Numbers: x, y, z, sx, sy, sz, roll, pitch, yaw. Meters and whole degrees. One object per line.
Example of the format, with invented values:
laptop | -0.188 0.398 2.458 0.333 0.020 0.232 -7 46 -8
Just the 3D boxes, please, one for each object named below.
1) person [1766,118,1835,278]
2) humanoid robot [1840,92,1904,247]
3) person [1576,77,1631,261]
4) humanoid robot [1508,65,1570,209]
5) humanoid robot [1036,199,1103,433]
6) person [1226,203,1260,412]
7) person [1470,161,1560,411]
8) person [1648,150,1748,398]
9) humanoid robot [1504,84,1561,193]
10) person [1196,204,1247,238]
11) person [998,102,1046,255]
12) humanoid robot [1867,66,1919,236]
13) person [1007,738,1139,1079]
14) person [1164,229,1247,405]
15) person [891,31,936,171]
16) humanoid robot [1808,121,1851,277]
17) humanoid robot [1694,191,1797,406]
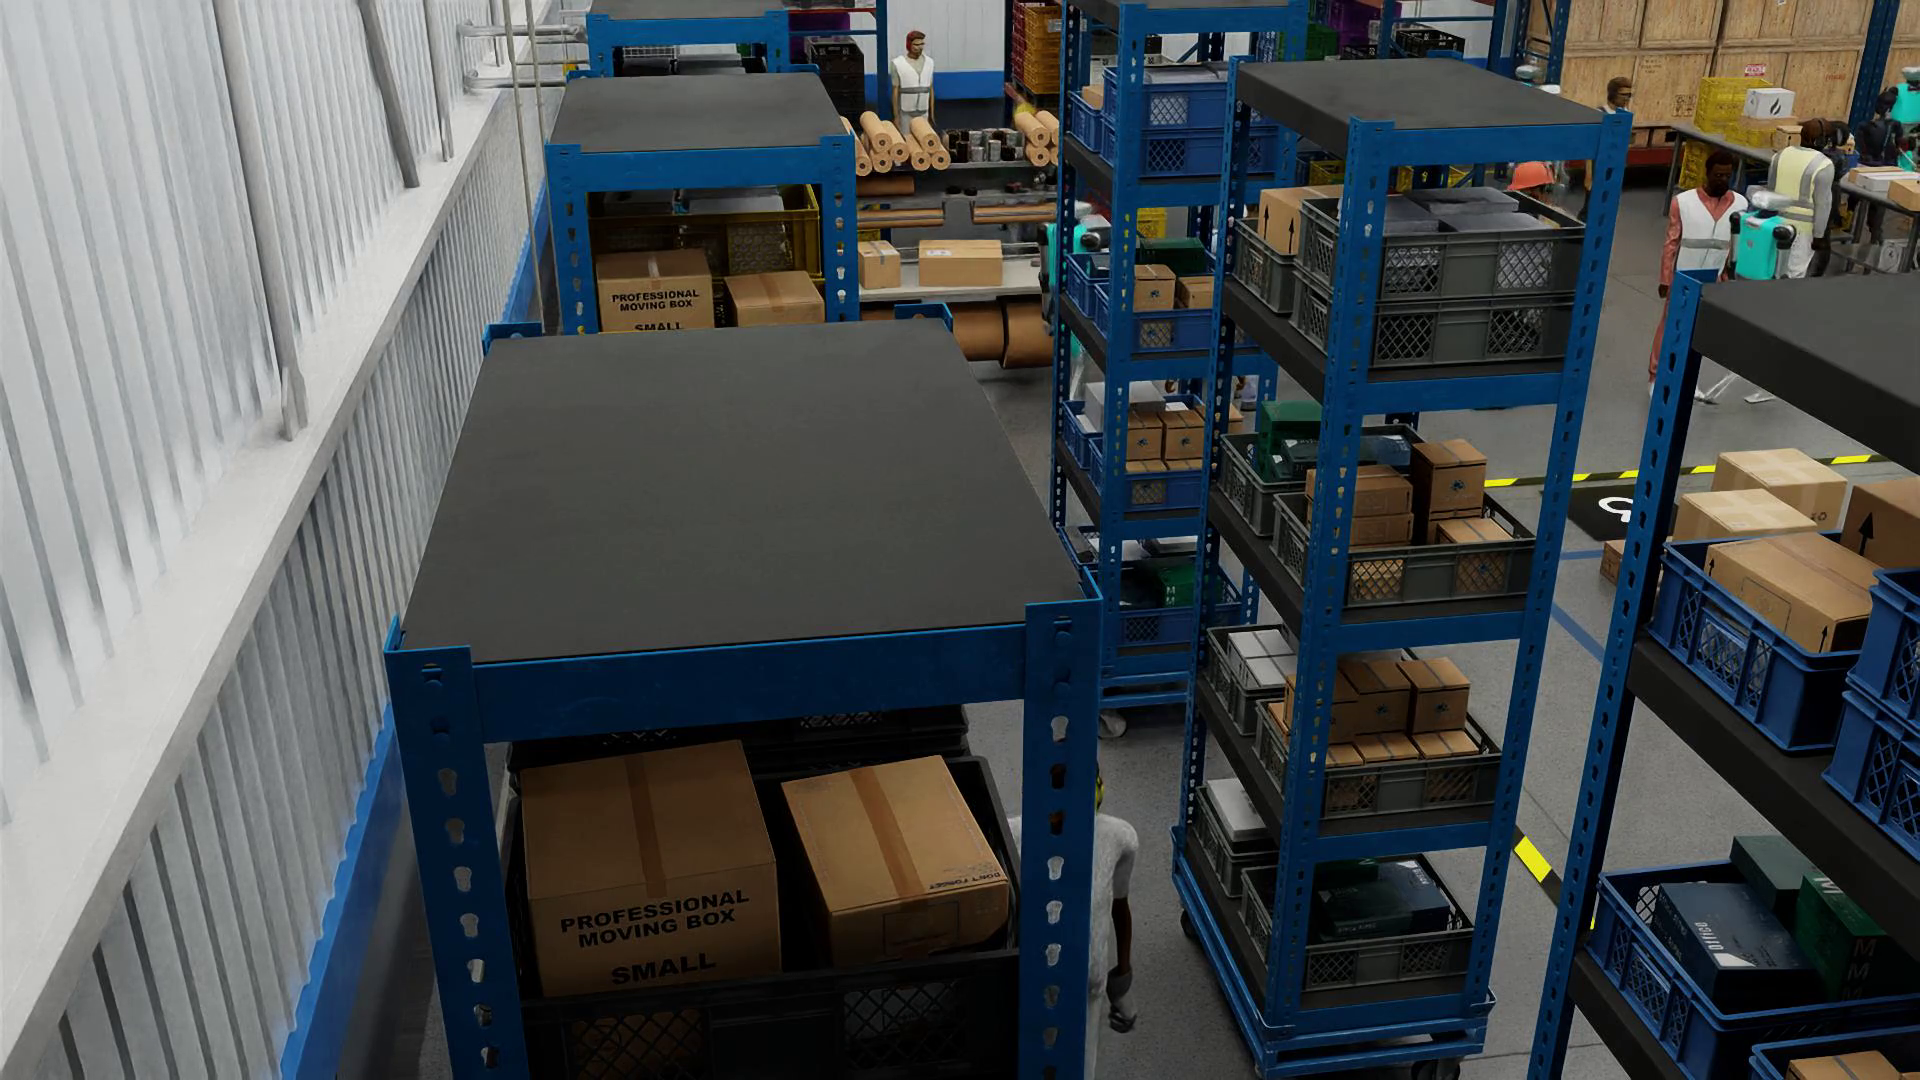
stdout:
person | 7.161 -2.680 14.242 0.429 1.843 0.627 -10 26 -20
humanoid robot | 8.989 -3.557 16.370 0.609 1.639 0.650 -5 25 -10
person | 6.260 -3.597 16.250 0.507 1.836 0.354 -17 30 -32
humanoid robot | 6.031 -4.035 17.359 1.047 1.743 0.552 16 29 31
humanoid robot | 0.993 -1.683 12.215 0.543 1.768 0.967 19 31 36
person | 2.185 -1.848 12.521 0.313 1.769 0.523 -14 28 -27
person | 4.370 -1.902 12.502 0.919 1.889 0.604 -6 25 -12
person | 5.622 -2.014 12.702 0.587 1.920 0.391 -1 25 -3
humanoid robot | 5.546 -3.587 16.348 0.537 1.809 0.669 -8 26 -17
person | 2.124 -2.294 13.184 0.598 2.035 0.399 -3 25 -6
person | 0.584 -3.234 15.591 0.497 1.720 0.561 -4 25 -8
humanoid robot | 9.818 -3.888 17.037 0.536 1.774 0.991 -4 25 -8
person | 0.304 1.433 5.274 0.526 1.864 0.311 -2 25 -5
person | 1.608 -1.110 10.817 0.589 1.852 0.368 -4 25 -10
person | -0.539 -4.899 19.078 0.561 1.836 0.387 -15 29 -30
humanoid robot | 7.816 -2.986 15.132 0.595 1.632 0.458 -20 31 -37
humanoid robot | 5.985 -1.740 12.299 0.958 1.729 0.536 -10 27 -21
